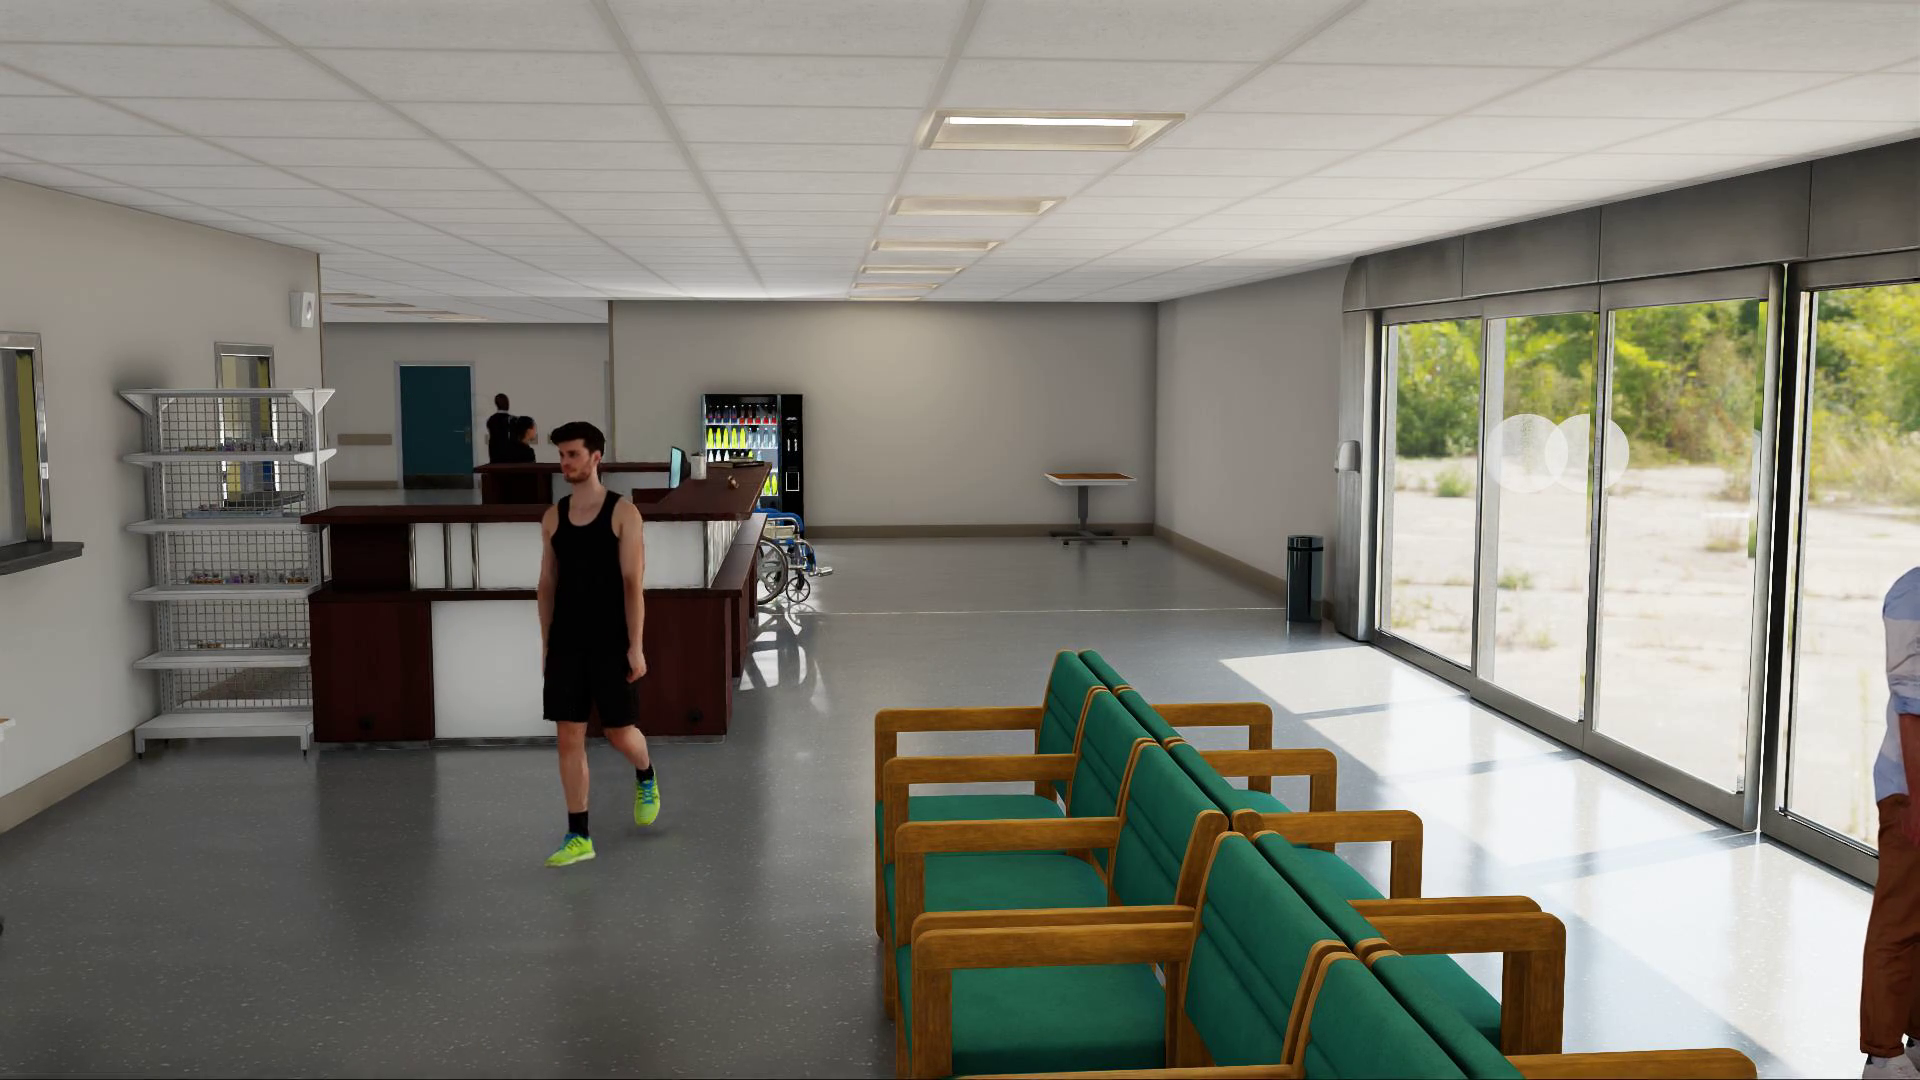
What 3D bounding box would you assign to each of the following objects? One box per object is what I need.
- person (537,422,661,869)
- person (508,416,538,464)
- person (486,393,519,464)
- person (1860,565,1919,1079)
[{"bbox_3d":[-1.544,0.436,7.189,1.059,1.875,0.955,1,6,15],"label":"person"},{"bbox_3d":[-4.010,-0.263,15.021,0.712,1.699,0.685,-4,7,-33],"label":"person"},{"bbox_3d":[-6.192,-1.063,22.402,0.863,1.813,0.901,2,6,22],"label":"person"},{"bbox_3d":[2.858,0.697,4.843,0.685,1.827,0.826,-3,7,-31],"label":"person"}]
